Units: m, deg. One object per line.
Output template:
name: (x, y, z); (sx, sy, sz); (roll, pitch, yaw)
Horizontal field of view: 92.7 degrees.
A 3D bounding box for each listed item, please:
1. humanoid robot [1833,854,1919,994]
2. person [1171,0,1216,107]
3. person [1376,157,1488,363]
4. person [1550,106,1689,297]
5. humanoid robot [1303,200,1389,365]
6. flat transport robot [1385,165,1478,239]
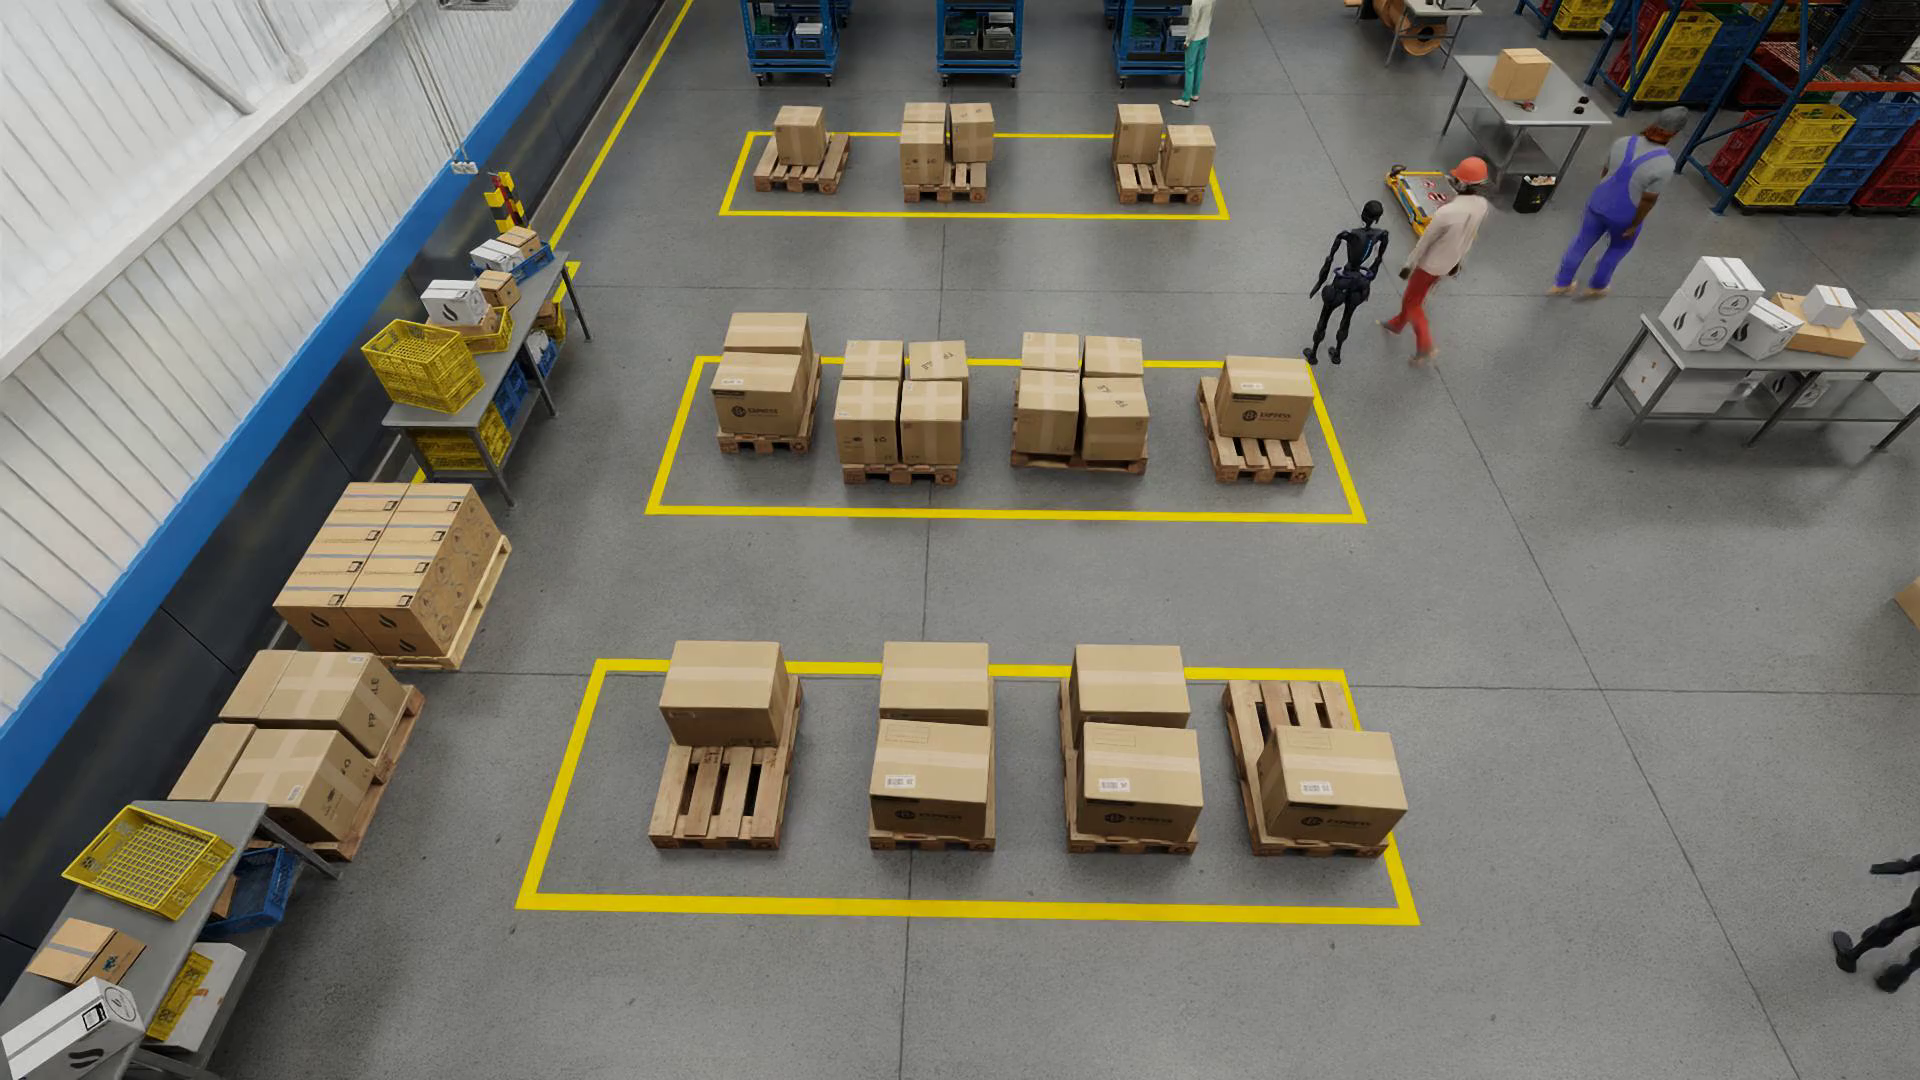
humanoid robot: (5.405, 1.958, 4.908); (0.691, 1.647, 0.370); (29, 55, 22)
person: (3.201, -6.851, 12.472); (0.324, 1.766, 0.532); (34, 57, 26)
person: (4.542, -2.624, 8.686); (0.622, 1.970, 0.807); (-22, 53, -18)
person: (6.780, -3.417, 9.320); (0.711, 2.000, 0.690); (-20, 52, -16)
humanoid robot: (3.667, -2.429, 8.703); (0.562, 1.650, 0.357); (-4, 49, -4)
flat transport robot: (5.692, -4.094, 11.059); (0.652, 0.197, 1.431); (1, 49, 1)
